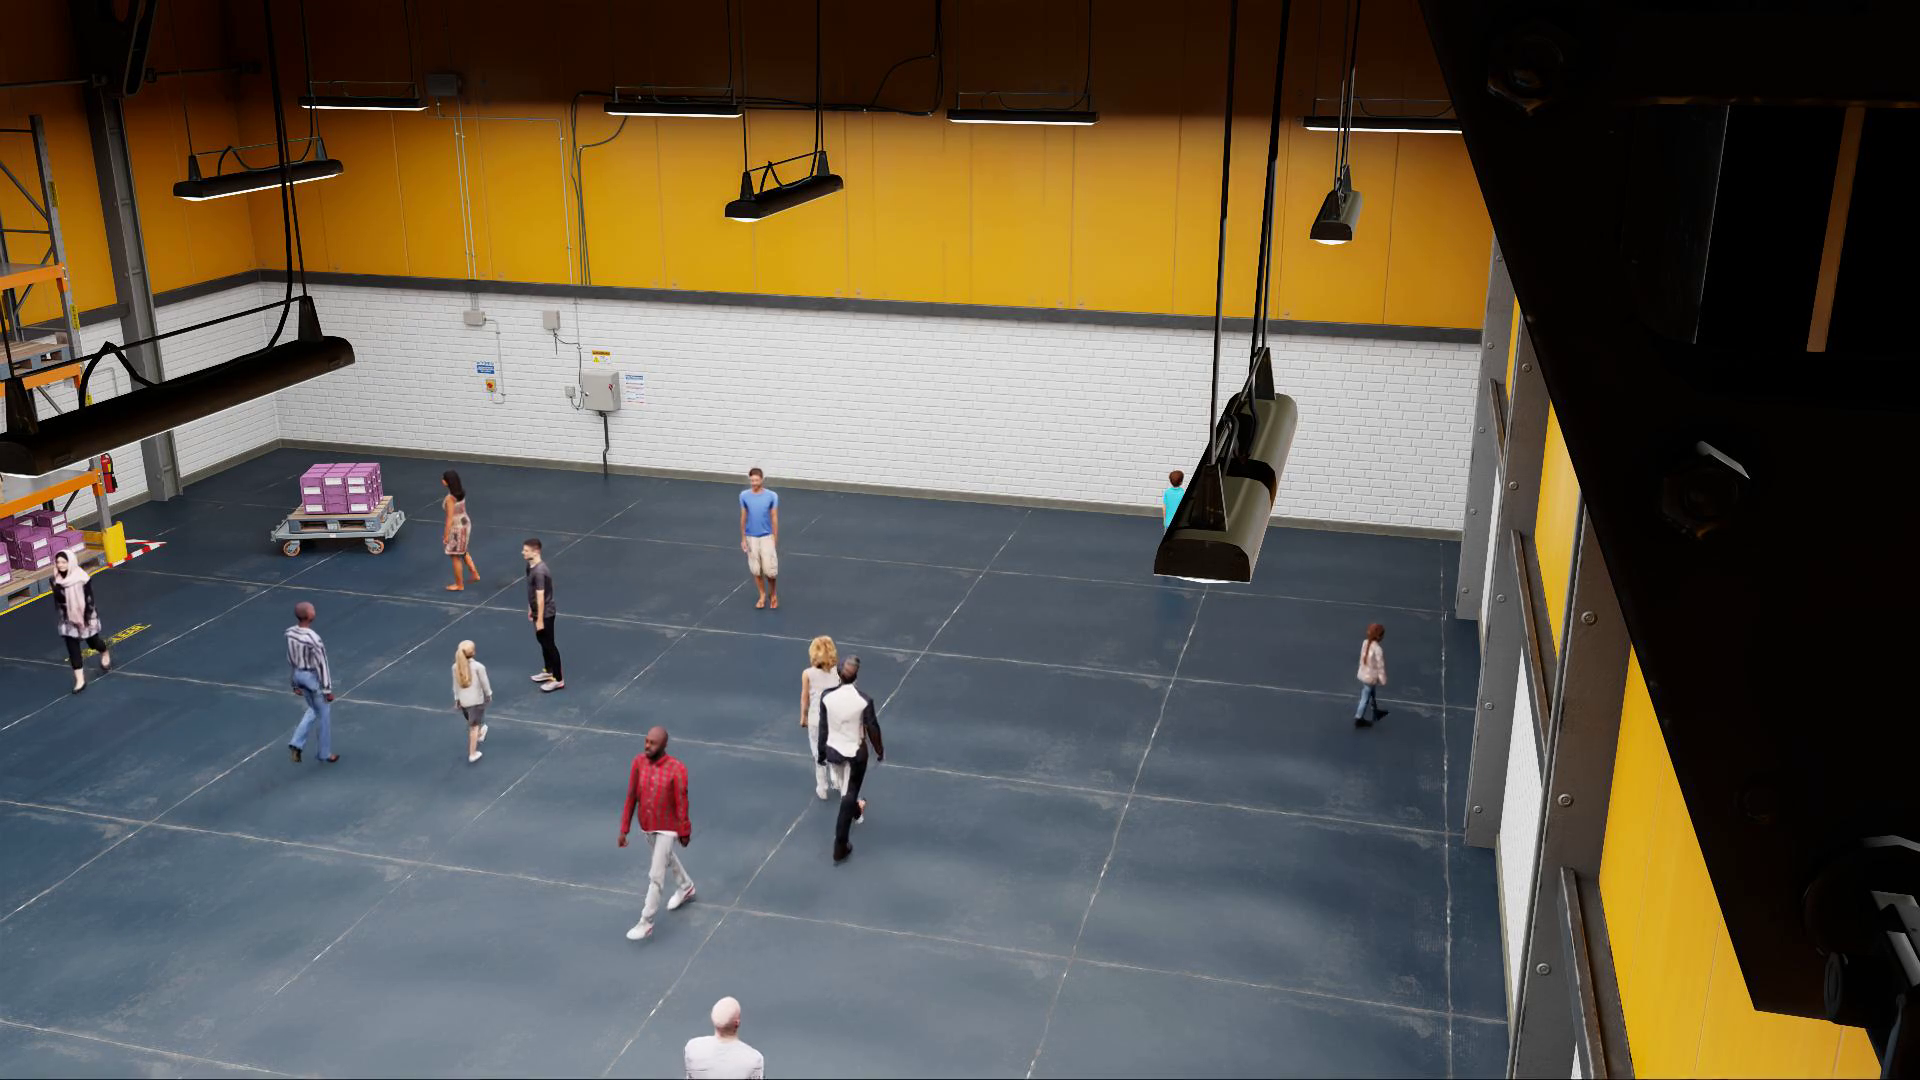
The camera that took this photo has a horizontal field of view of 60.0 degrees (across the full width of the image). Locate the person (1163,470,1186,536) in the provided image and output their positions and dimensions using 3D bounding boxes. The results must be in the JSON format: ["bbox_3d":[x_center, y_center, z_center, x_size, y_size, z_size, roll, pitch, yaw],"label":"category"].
[{"bbox_3d":[2.889,-0.243,22.315,0.577,1.448,0.573,12,22,32],"label":"person"}]

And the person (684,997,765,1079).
[{"bbox_3d":[-1.466,3.653,10.178,0.757,1.809,1.102,3,19,8],"label":"person"}]

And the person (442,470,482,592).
[{"bbox_3d":[-6.492,-0.133,21.689,0.799,1.638,0.639,2,19,5],"label":"person"}]

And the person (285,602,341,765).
[{"bbox_3d":[-6.557,1.491,16.648,0.738,1.779,0.825,10,21,26],"label":"person"}]

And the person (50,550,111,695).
[{"bbox_3d":[-9.913,0.860,18.777,0.855,1.615,1.110,-1,19,-4],"label":"person"}]

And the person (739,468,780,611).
[{"bbox_3d":[-2.529,-0.055,21.132,0.695,1.847,0.705,2,19,5],"label":"person"}]

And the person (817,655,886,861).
[{"bbox_3d":[-1.044,2.000,15.040,0.764,1.840,1.181,6,20,18],"label":"person"}]

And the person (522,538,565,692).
[{"bbox_3d":[-4.694,0.814,18.688,0.759,1.760,0.696,-10,21,-28],"label":"person"}]

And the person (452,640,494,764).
[{"bbox_3d":[-5.008,1.660,16.982,0.552,1.245,0.874,3,19,9],"label":"person"}]

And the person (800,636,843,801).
[{"bbox_3d":[-1.307,1.751,16.064,0.719,1.658,0.755,-5,19,-16],"label":"person"}]

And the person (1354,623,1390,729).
[{"bbox_3d":[4.317,1.448,17.712,0.748,1.180,0.728,-6,19,-17],"label":"person"}]

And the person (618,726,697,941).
[{"bbox_3d":[-2.489,2.376,14.026,0.848,1.775,1.259,10,21,26],"label":"person"}]
